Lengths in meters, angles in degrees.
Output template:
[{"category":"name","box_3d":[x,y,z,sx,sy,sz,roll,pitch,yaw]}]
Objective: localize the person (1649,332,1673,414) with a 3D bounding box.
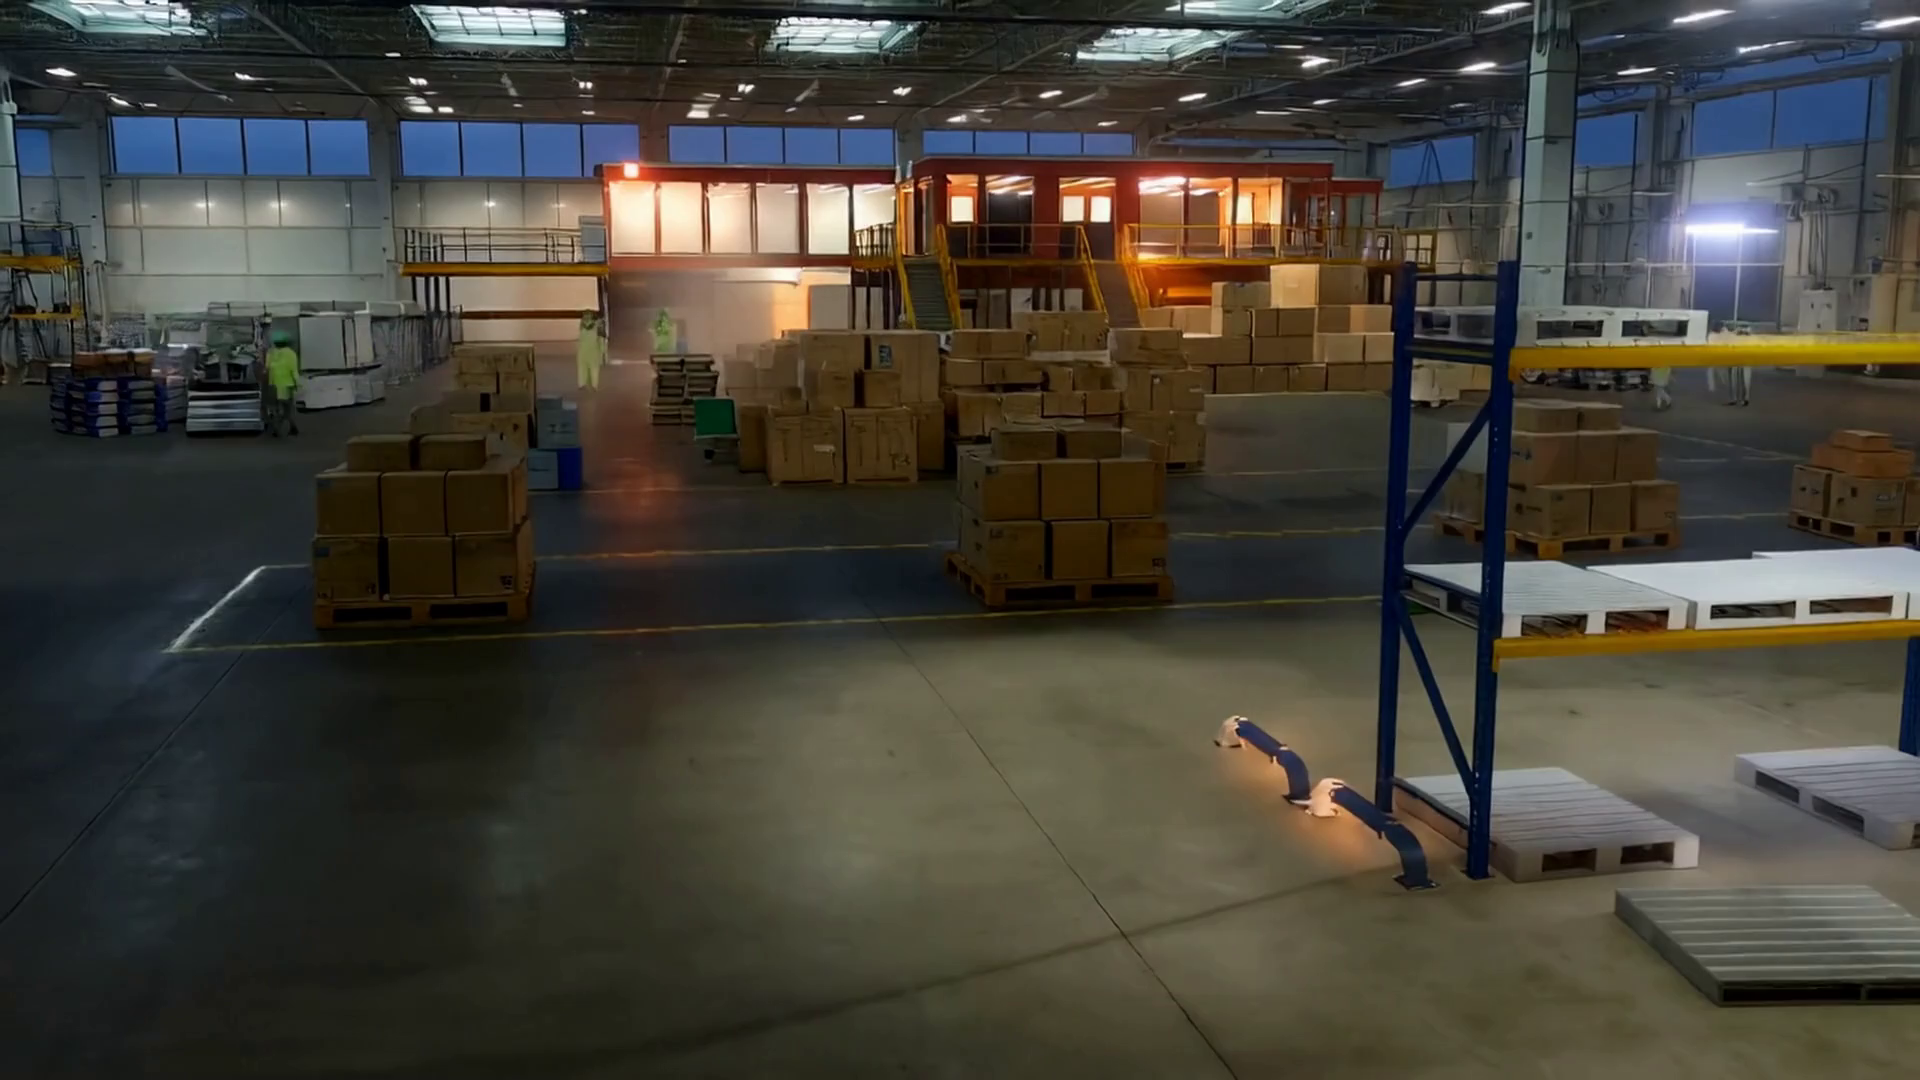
[{"category":"person","box_3d":[14.485,-3.436,34.227,0.599,1.678,0.535,-4,10,-21]}]

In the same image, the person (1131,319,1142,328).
[{"category":"person","box_3d":[3.867,-3.918,36.585,0.533,1.868,0.310,0,9,-2]}]

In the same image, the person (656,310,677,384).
[{"category":"person","box_3d":[-7.500,-4.911,42.456,0.587,1.927,0.367,4,10,23]}]

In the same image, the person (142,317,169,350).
[{"category":"person","box_3d":[-18.657,-4.235,38.532,0.613,1.856,0.803,-1,9,-9]}]

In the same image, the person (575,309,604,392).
[{"category":"person","box_3d":[-8.939,-4.560,39.974,0.709,2.000,0.974,0,9,1]}]

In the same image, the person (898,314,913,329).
[{"category":"person","box_3d":[-1.073,-3.964,36.519,0.619,1.988,1.093,-9,13,-44]}]

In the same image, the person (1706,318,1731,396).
[{"category":"person","box_3d":[17.605,-4.265,38.825,0.453,1.827,0.629,-9,13,-42]}]

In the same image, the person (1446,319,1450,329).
[{"category":"person","box_3d":[13.519,-5.445,45.715,0.475,1.941,0.615,-4,10,-24]}]

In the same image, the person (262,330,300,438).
[{"category":"person","box_3d":[-12.049,-2.749,29.361,0.556,1.899,0.910,4,10,24]}]

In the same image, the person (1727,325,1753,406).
[{"category":"person","box_3d":[17.034,-3.803,36.220,0.327,1.760,0.523,-6,11,-32]}]

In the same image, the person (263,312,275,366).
[{"category":"person","box_3d":[-19.058,-5.402,45.939,0.524,1.769,0.309,9,13,43]}]
